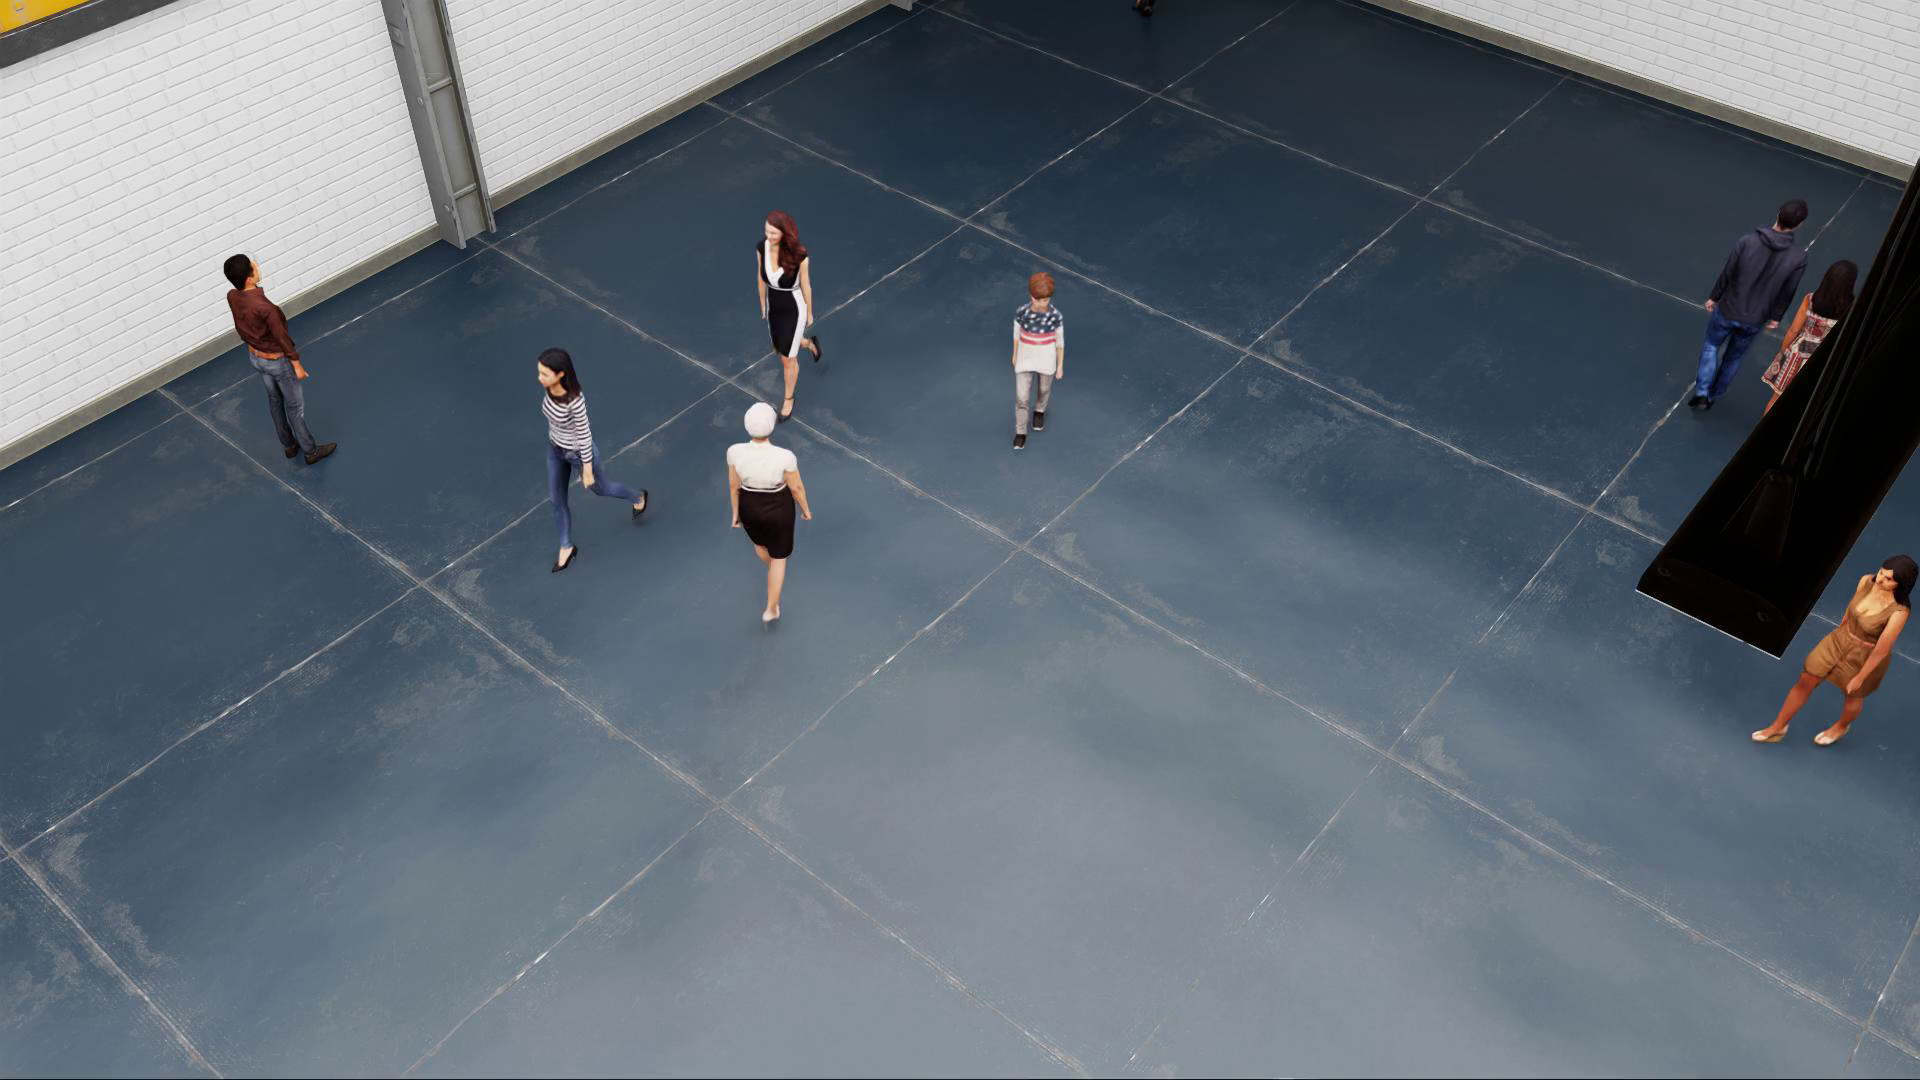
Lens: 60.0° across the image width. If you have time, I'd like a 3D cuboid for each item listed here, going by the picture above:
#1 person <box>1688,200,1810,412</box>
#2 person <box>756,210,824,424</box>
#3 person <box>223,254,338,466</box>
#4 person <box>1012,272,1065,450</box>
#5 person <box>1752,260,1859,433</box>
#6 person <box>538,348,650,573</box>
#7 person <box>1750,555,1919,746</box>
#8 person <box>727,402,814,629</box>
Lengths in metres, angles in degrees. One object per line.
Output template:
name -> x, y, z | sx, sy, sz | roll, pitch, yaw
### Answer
person -> 5.832, -1.657, 12.387 | 0.832, 1.865, 0.903 | 14, 45, 14
person -> -1.263, -1.744, 12.542 | 0.761, 1.779, 1.034 | 17, 46, 17
person -> -4.996, -1.308, 12.081 | 0.684, 1.782, 0.585 | 21, 48, 21
person -> 0.584, -1.413, 12.454 | 0.790, 1.421, 0.897 | 4, 44, 4
person -> 6.238, -1.339, 12.215 | 0.715, 1.643, 0.656 | 14, 45, 14
person -> -2.543, -0.595, 11.351 | 0.632, 1.757, 1.117 | 32, 52, 29
person -> 5.491, 0.689, 10.072 | 0.959, 1.663, 0.852 | -11, 45, -11
person -> -1.268, -0.116, 10.873 | 0.924, 1.722, 1.057 | 6, 44, 7
